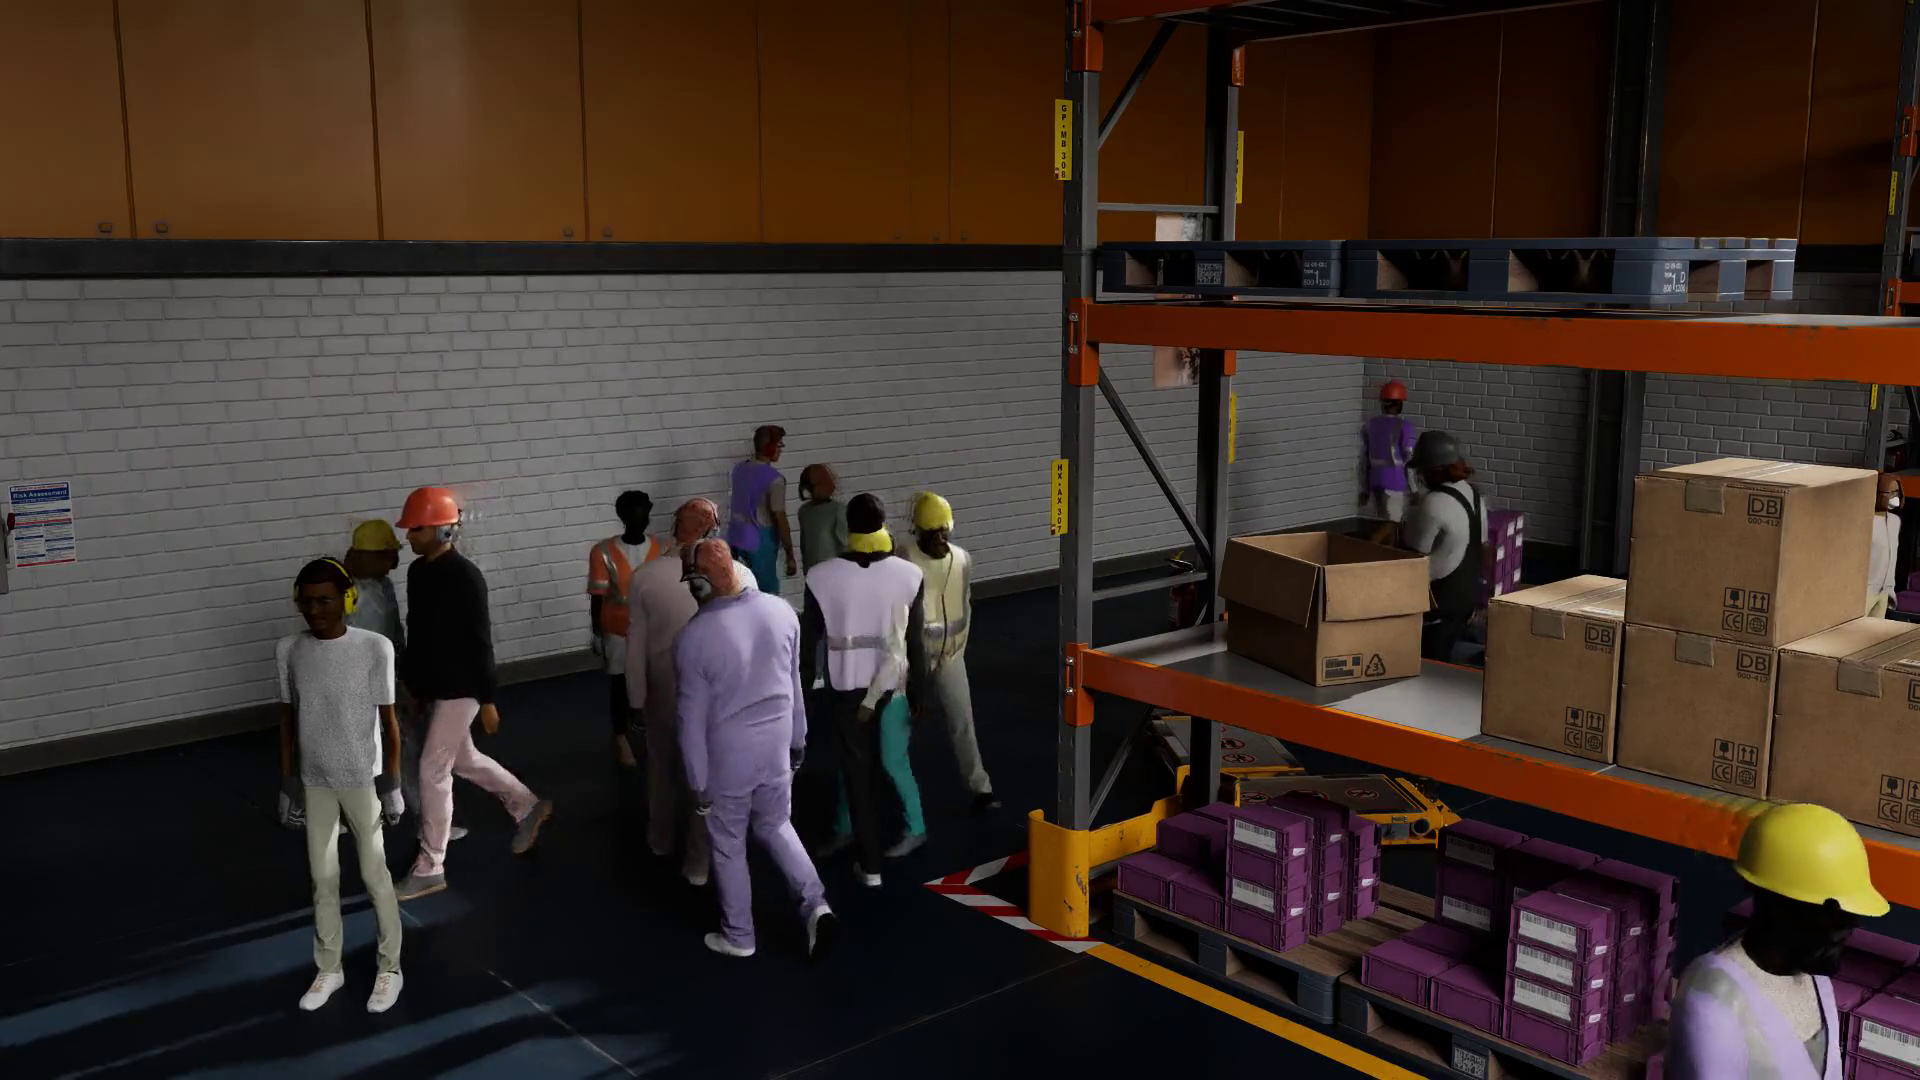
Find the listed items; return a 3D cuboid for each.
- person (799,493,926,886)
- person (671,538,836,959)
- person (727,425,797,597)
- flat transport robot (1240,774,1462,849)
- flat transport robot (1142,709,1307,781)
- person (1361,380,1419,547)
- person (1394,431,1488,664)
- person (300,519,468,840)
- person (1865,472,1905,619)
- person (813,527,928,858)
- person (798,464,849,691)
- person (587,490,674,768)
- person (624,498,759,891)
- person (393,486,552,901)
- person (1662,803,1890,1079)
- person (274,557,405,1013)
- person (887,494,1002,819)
[{"bbox_3d":[-0.499,0.696,8.290,0.613,1.865,0.990,-2,10,-12],"label":"person"},{"bbox_3d":[-0.872,0.918,7.002,0.696,1.876,0.660,-9,13,-42],"label":"person"},{"bbox_3d":[-1.379,0.067,12.124,0.646,1.817,0.589,-8,12,-38],"label":"person"},{"bbox_3d":[1.889,1.425,8.708,1.431,0.197,0.652,-1,10,-5],"label":"flat transport robot"},{"bbox_3d":[1.522,1.256,9.698,0.652,0.197,1.431,-1,10,-5],"label":"flat transport robot"},{"bbox_3d":[3.893,-0.521,15.342,0.916,1.910,0.541,-6,11,-29],"label":"person"},{"bbox_3d":[2.842,0.320,10.007,0.560,2.000,0.698,8,12,38],"label":"person"},{"bbox_3d":[-3.061,0.725,8.625,0.886,1.699,0.506,0,10,-3],"label":"person"},{"bbox_3d":[5.993,0.362,10.945,0.498,1.634,0.281,-6,11,-29],"label":"person"},{"bbox_3d":[-0.399,0.761,8.307,0.565,1.738,0.547,-7,12,-34],"label":"person"},{"bbox_3d":[-0.865,0.252,11.640,0.522,1.614,0.587,8,13,41],"label":"person"},{"bbox_3d":[-1.927,0.537,9.835,0.560,1.666,0.407,-4,10,-22],"label":"person"},{"bbox_3d":[-1.319,0.718,8.177,0.659,1.865,0.869,-2,10,-14],"label":"person"},{"bbox_3d":[-2.415,0.691,8.098,0.941,1.964,0.634,-9,13,-43],"label":"person"},{"bbox_3d":[1.715,1.483,3.589,0.588,1.912,0.410,-8,13,-40],"label":"person"},{"bbox_3d":[-2.493,0.979,6.683,0.514,1.861,0.316,1,10,5],"label":"person"},{"bbox_3d":[-0.133,0.629,9.008,0.574,1.765,0.927,-5,11,-28],"label":"person"}]
